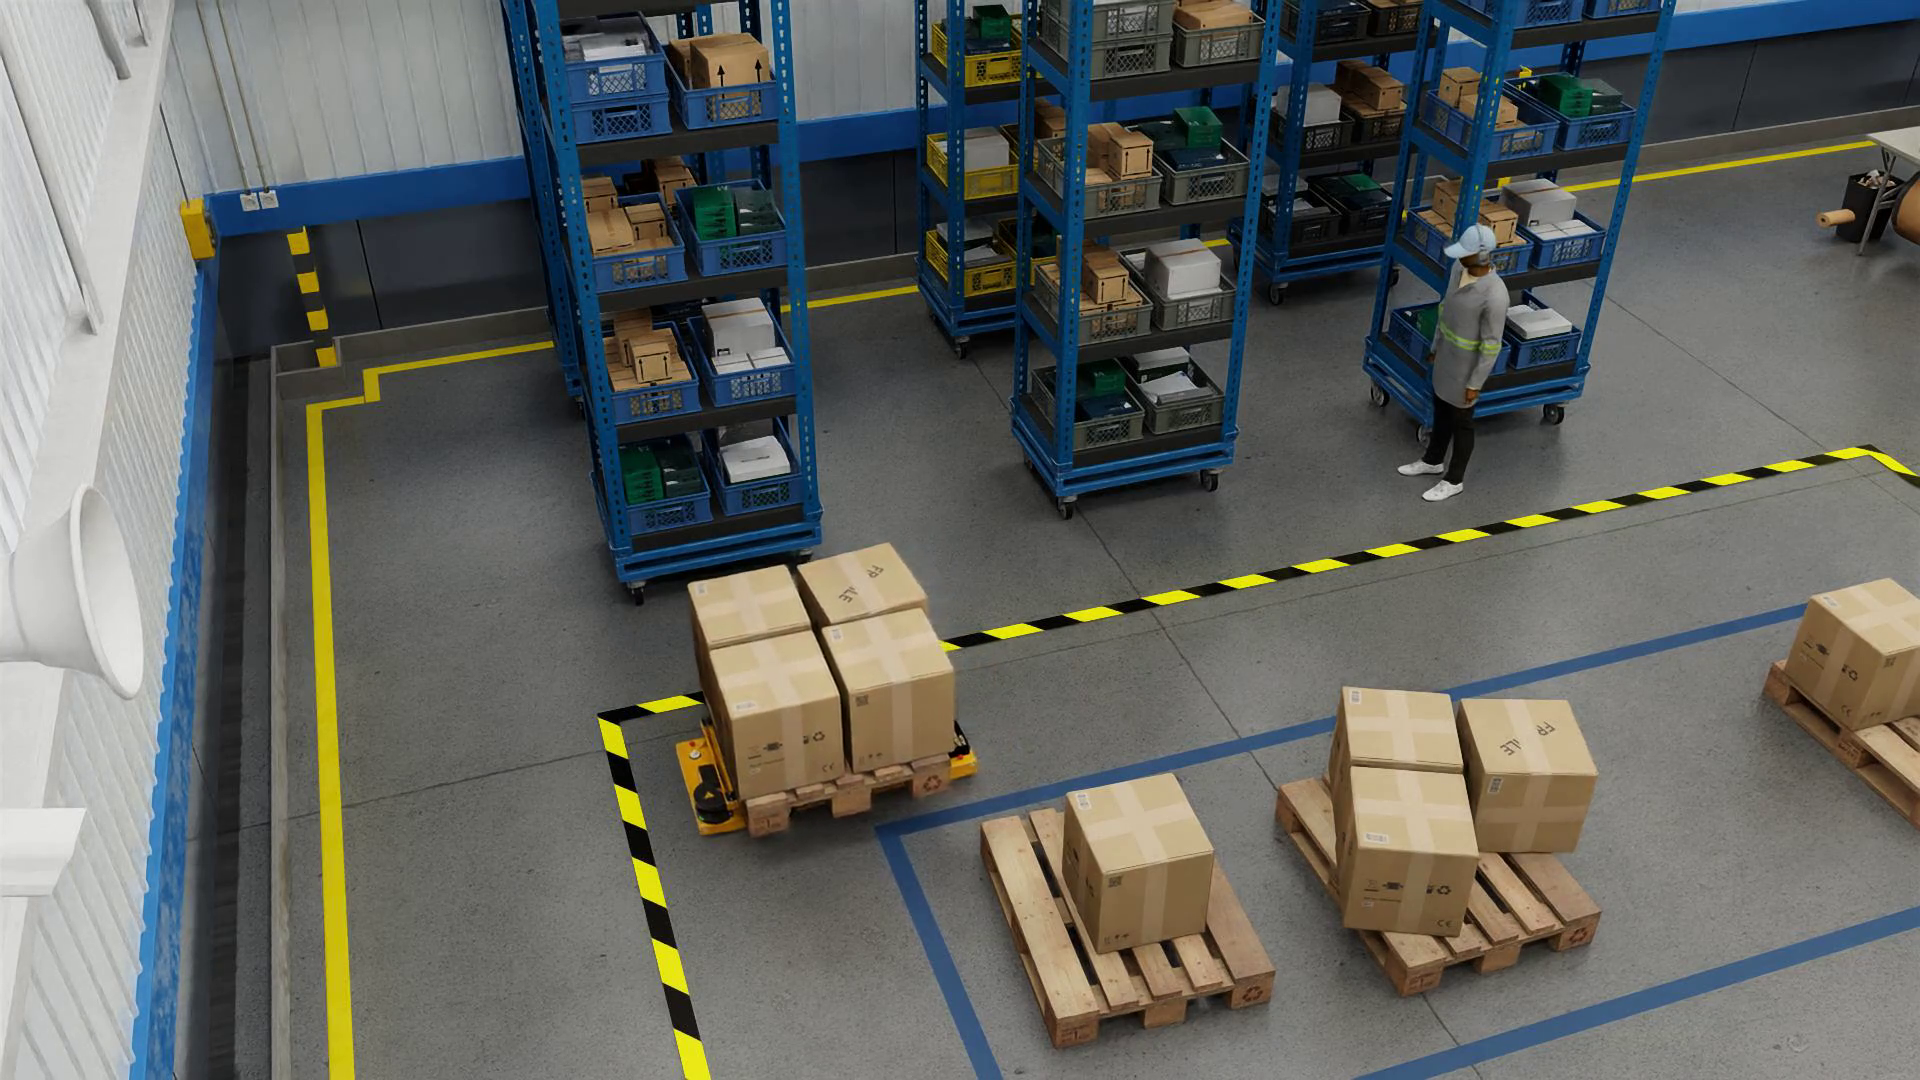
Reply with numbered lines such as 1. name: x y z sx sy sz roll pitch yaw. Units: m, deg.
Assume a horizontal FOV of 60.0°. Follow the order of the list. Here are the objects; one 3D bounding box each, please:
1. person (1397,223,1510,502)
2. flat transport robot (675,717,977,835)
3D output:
1. person: 3.048 -1.094 10.237 0.397 1.847 0.587 -8 36 -11
2. flat transport robot: -0.693 1.070 8.514 1.431 0.197 0.652 -11 37 -15
